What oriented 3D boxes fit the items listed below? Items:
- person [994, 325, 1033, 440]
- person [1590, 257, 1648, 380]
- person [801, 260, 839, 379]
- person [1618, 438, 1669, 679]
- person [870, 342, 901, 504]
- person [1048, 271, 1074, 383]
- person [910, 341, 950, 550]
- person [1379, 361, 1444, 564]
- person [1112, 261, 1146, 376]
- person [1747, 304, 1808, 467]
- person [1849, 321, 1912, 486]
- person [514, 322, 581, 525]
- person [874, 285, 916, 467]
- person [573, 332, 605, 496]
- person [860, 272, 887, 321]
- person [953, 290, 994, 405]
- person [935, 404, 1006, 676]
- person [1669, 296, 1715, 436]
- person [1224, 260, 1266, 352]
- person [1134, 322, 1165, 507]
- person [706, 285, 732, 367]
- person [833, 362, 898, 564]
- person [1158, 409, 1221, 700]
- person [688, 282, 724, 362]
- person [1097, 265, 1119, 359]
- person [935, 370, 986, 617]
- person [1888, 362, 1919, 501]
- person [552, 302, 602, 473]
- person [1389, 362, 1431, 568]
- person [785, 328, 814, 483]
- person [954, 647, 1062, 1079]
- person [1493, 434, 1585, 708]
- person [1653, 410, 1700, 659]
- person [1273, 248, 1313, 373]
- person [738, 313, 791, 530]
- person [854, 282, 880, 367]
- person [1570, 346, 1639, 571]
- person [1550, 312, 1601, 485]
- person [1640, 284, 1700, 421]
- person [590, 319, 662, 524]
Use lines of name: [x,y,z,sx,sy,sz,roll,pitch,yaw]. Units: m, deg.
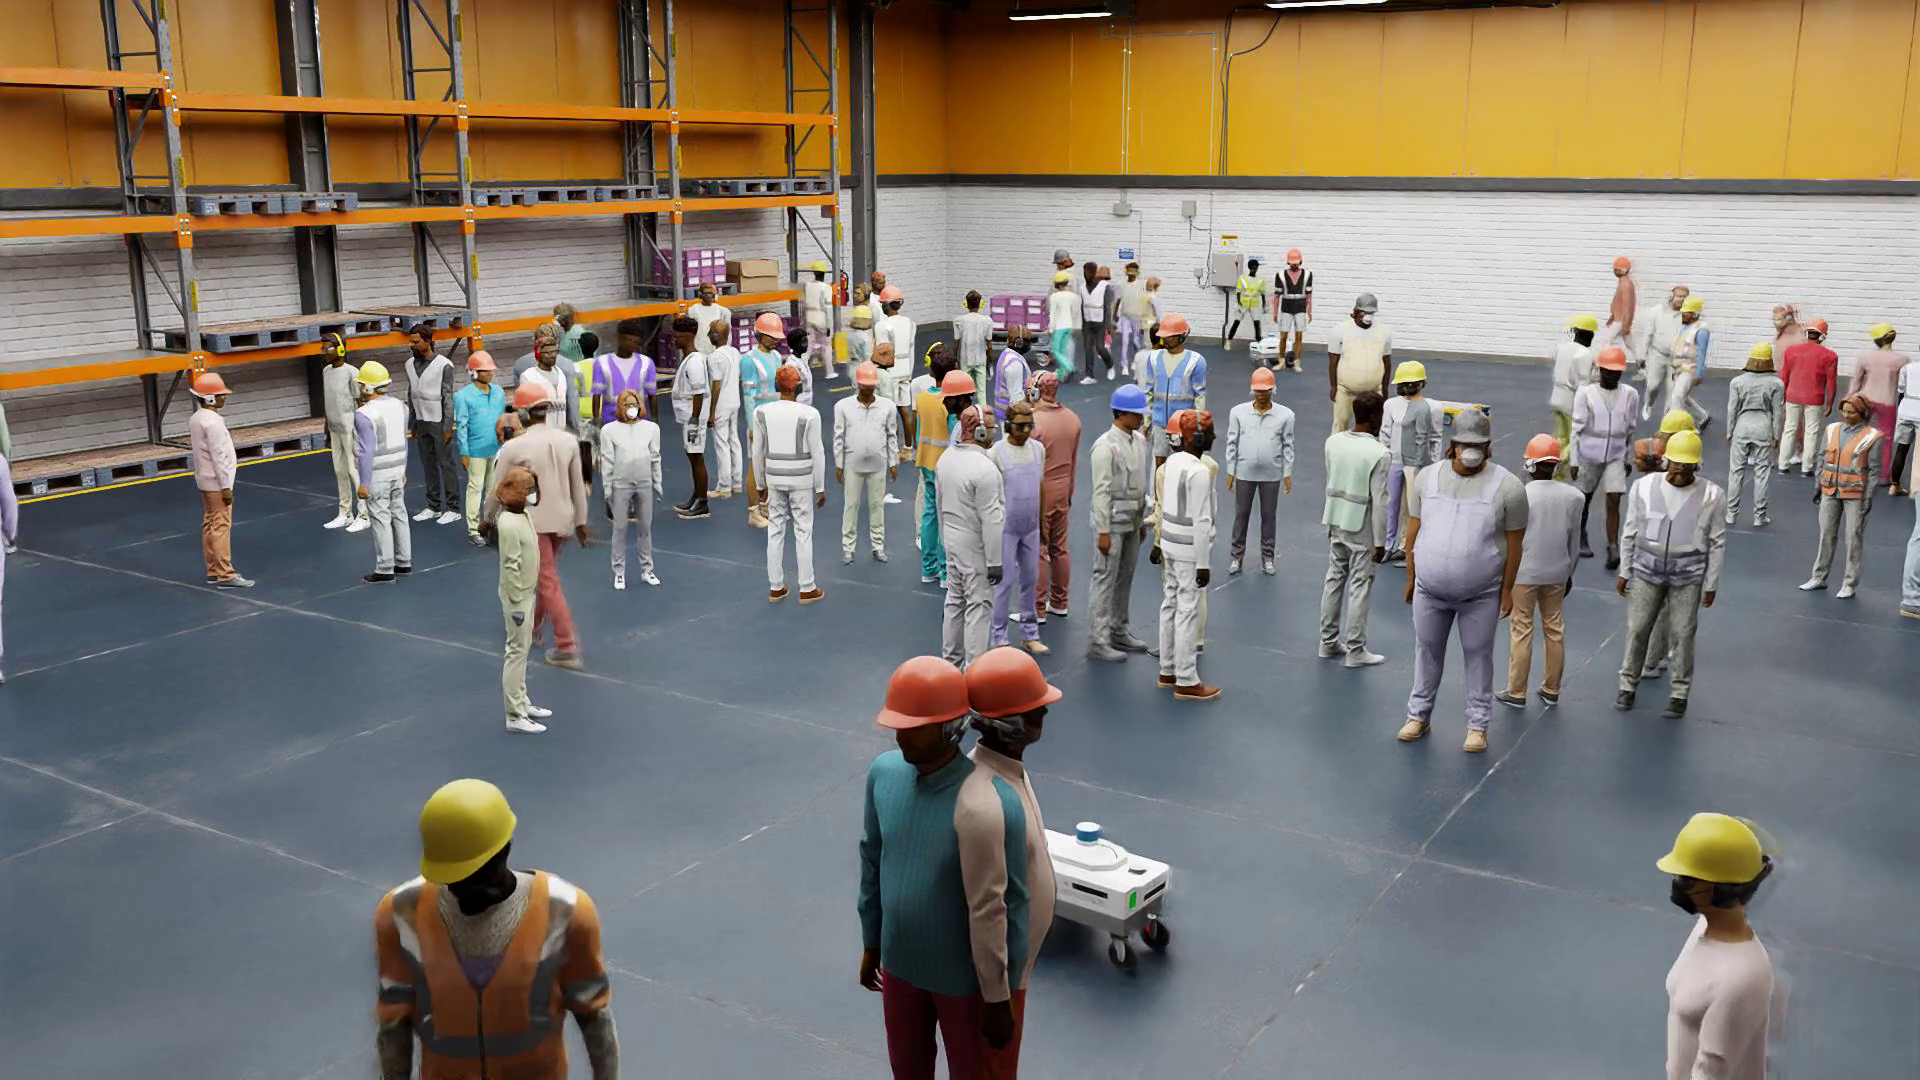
person: [0.558,-1.216,16.545,0.429,1.837,0.624,-1,13,-4]
person: [10.380,-3.442,26.004,1.042,1.948,0.614,6,14,24]
person: [-2.258,-3.416,25.963,0.600,1.891,0.936,7,15,27]
person: [4.641,0.121,11.207,0.328,1.627,0.524,8,15,32]
person: [-0.773,-1.190,16.859,0.266,1.631,0.507,-4,14,-17]
person: [1.582,-3.251,25.547,0.535,1.755,0.548,-12,18,-42]
person: [-0.209,-0.835,14.817,0.509,1.865,0.328,-10,16,-36]
person: [3.841,-0.651,14.235,0.530,1.768,0.312,5,14,22]
person: [2.760,-3.600,26.907,0.575,1.832,0.809,2,13,8]
person: [9.237,-1.715,18.694,0.959,1.843,0.684,1,13,3]
person: [9.746,-1.429,17.643,0.648,1.757,0.520,12,17,41]
person: [-3.880,-1.085,15.733,0.638,1.938,0.356,4,13,15]
person: [-0.768,-1.854,18.845,0.396,2.042,0.610,11,17,38]
person: [-3.811,-1.305,17.221,0.540,1.696,0.315,-10,16,-36]
person: [-1.178,-2.852,23.548,0.351,1.878,0.569,12,17,41]
person: [0.160,-2.146,20.518,0.508,1.862,0.326,1,13,2]
person: [0.105,0.066,10.813,0.401,1.907,0.648,-7,15,-29]
person: [9.006,-2.113,20.523,0.790,1.798,0.609,-1,13,-4]
person: [5.154,-4.192,29.838,0.719,1.657,0.465,-1,13,-4]
person: [1.945,-1.253,16.664,0.340,1.855,0.526,-11,17,-40]
person: [-3.434,-2.663,22.986,0.563,1.752,0.328,0,13,0]
person: [-0.805,-0.664,14.313,0.564,1.752,0.339,-2,13,-10]
person: [1.480,0.089,10.768,0.359,1.882,0.575,-3,13,-14]
person: [-3.346,-2.501,22.081,0.506,1.846,0.348,-7,15,-29]
person: [2.486,-3.935,28.802,0.528,1.617,0.421,1,13,2]
person: [0.012,-0.295,12.335,0.382,1.929,0.538,-1,13,-5]
person: [9.786,-1.238,16.955,0.320,1.686,0.539,-6,14,-25]
person: [-4.194,-1.666,18.321,0.495,1.911,0.649,-6,14,-26]
person: [3.829,-0.646,14.244,0.339,1.756,0.532,-2,13,-10]
person: [-1.712,-1.395,17.611,0.316,1.695,0.542,1,13,5]
person: [0.127,1.303,5.248,0.370,1.996,0.622,1,13,4]
person: [3.655,0.196,10.582,0.564,1.752,0.339,-3,13,-11]
person: [4.951,-0.045,11.652,0.298,1.743,0.493,2,13,8]
person: [5.407,-3.710,26.959,0.626,2.021,0.451,1,13,5]
person: [-1.817,-1.126,15.707,0.398,2.033,0.605,6,14,23]
person: [-1.243,-2.493,22.050,0.326,1.843,0.517,-9,16,-34]
person: [5.491,-0.704,14.184,0.569,1.882,1.006,1,13,6]
person: [6.276,-1.393,17.147,0.535,1.906,0.611,-3,13,-14]
person: [9.127,-2.368,21.442,0.667,1.876,0.613,4,14,16]
person: [-3.198,-1.139,15.934,0.644,1.960,0.479,-5,14,-20]
